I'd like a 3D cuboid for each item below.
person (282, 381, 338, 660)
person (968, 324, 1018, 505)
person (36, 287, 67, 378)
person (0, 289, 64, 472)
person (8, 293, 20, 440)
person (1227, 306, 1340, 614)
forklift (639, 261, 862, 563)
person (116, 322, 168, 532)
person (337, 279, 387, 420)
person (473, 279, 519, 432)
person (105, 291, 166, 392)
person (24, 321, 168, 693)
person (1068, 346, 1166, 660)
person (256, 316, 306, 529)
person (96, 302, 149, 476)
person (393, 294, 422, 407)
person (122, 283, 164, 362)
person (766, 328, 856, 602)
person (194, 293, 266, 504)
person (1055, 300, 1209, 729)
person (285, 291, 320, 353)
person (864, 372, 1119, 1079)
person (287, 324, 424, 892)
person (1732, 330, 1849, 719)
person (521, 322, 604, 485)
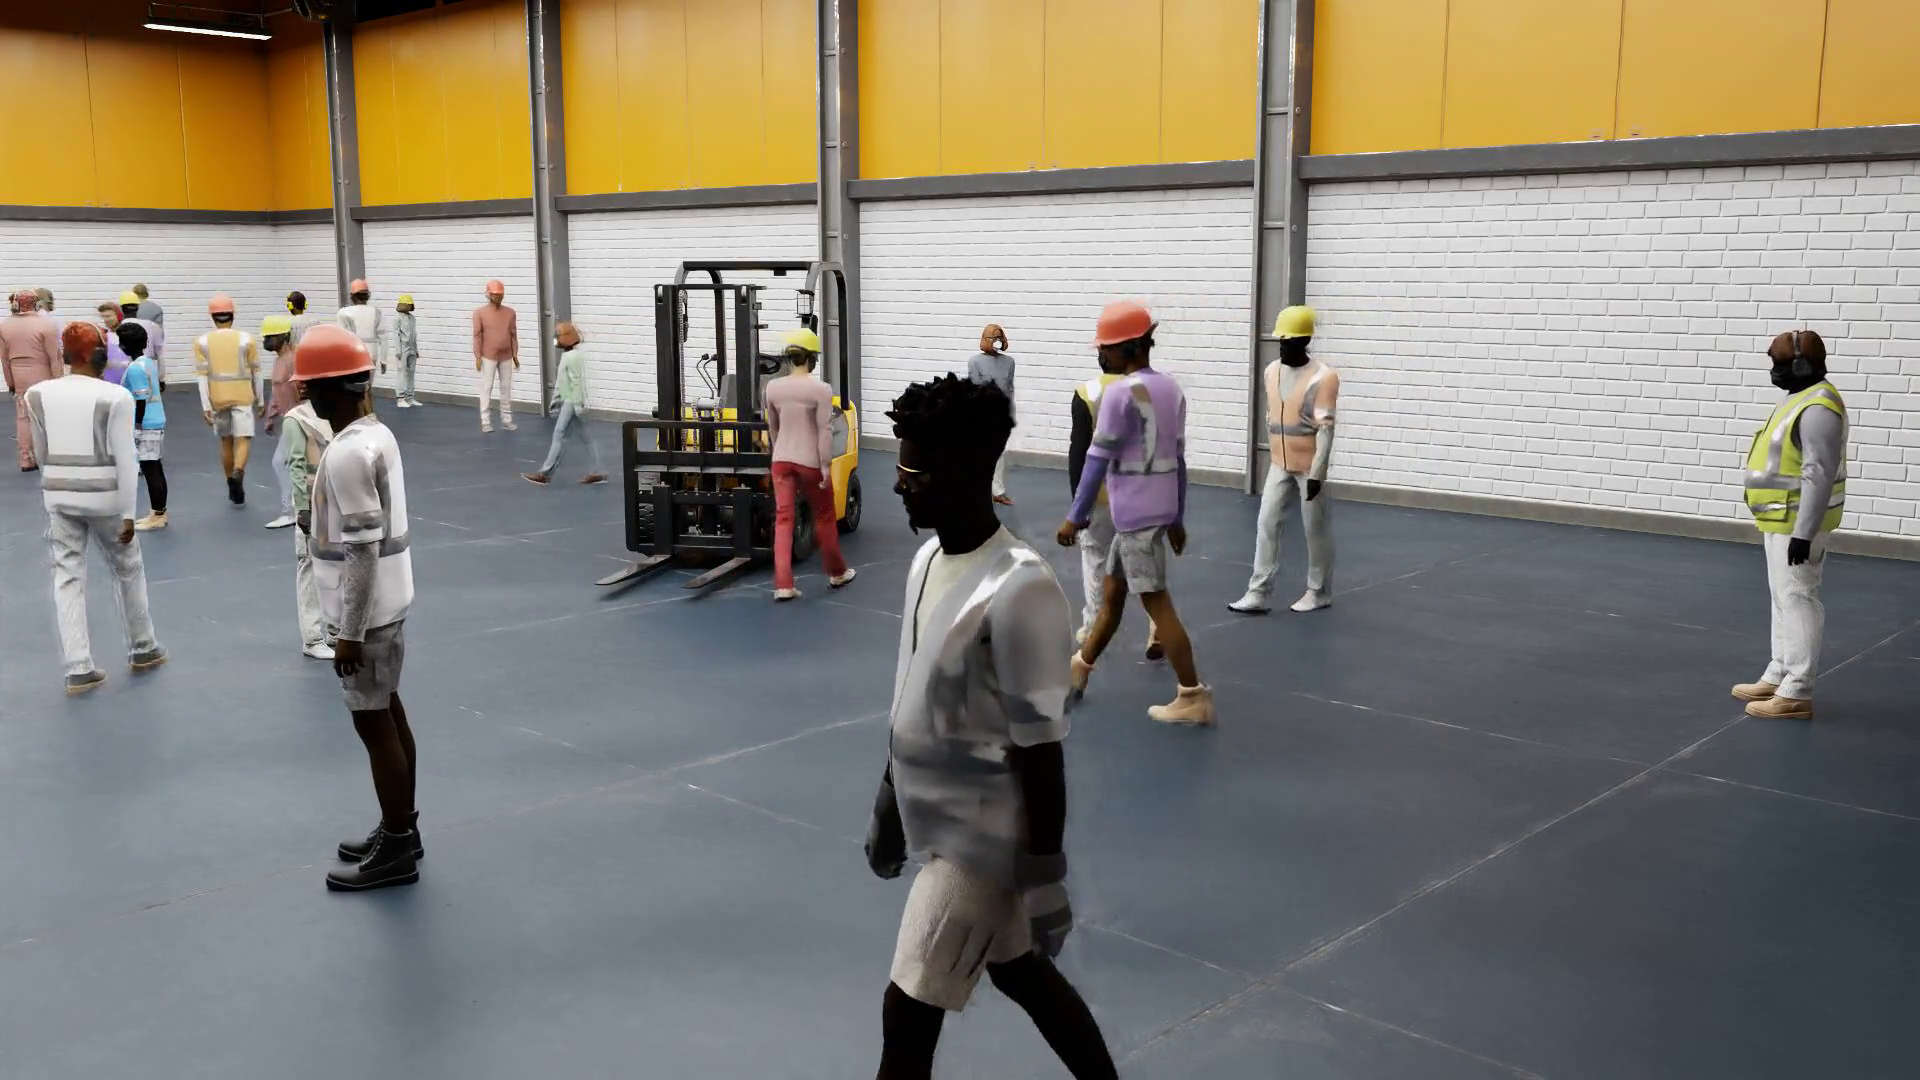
[{"bbox_3d":[-3.487,-0.179,9.122,0.307,1.645,0.514,2,10,13],"label":"person"},{"bbox_3d":[0.291,-1.108,14.851,0.502,1.633,0.280,-6,11,-34],"label":"person"},{"bbox_3d":[-10.845,-2.039,19.759,0.465,1.907,0.671,-7,12,-37],"label":"person"},{"bbox_3d":[-9.650,-1.660,17.386,0.651,1.910,0.409,1,9,8],"label":"person"},{"bbox_3d":[-11.398,-2.119,20.474,0.817,1.821,0.537,-4,10,-24],"label":"person"},{"bbox_3d":[1.987,-0.462,10.087,0.862,1.889,0.603,-7,12,-38],"label":"person"},{"bbox_3d":[-1.552,-1.040,12.721,1.214,2.155,2.313,2,9,11],"label":"forklift"},{"bbox_3d":[-6.617,-0.913,13.476,0.320,1.692,0.531,-3,10,-16],"label":"person"},{"bbox_3d":[-7.761,-2.386,21.618,0.611,1.999,1.072,-8,12,-41],"label":"person"},{"bbox_3d":[-6.046,-2.409,21.727,0.621,1.992,0.397,-8,12,-41],"label":"person"},{"bbox_3d":[-9.257,-1.854,18.689,0.615,1.883,0.932,-6,11,-32],"label":"person"},{"bbox_3d":[-4.429,-0.189,8.560,0.573,1.849,0.849,0,9,-2],"label":"person"},{"bbox_3d":[0.889,-0.255,9.047,0.635,1.818,0.808,-3,10,-18],"label":"person"},{"bbox_3d":[-5.487,-0.948,13.536,0.687,1.734,0.586,-6,11,-34],"label":"person"},{"bbox_3d":[-8.679,-1.569,17.254,0.531,1.787,0.891,-4,10,-25],"label":"person"},{"bbox_3d":[-8.505,-2.917,25.613,0.324,1.740,0.492,3,10,18],"label":"person"},{"bbox_3d":[-12.925,-3.111,26.324,0.628,1.904,0.991,-7,11,-35],"label":"person"},{"bbox_3d":[-0.985,-0.499,10.811,0.529,1.729,0.845,4,10,22],"label":"person"},{"bbox_3d":[-6.597,-1.265,15.003,0.539,1.907,0.860,-2,9,-11],"label":"person"},{"bbox_3d":[0.765,-0.130,7.832,1.046,1.969,0.598,5,11,29],"label":"person"},{"bbox_3d":[-7.691,-1.969,19.427,0.329,1.865,0.516,6,11,35],"label":"person"},{"bbox_3d":[0.019,0.595,3.568,1.022,1.914,0.625,-3,10,-16],"label":"person"},{"bbox_3d":[-2.071,0.234,5.701,0.373,1.932,0.549,-2,9,-10],"label":"person"},{"bbox_3d":[3.941,-0.072,7.890,0.430,1.837,0.620,3,10,18],"label":"person"},{"bbox_3d":[-3.899,-1.318,16.268,0.830,1.597,0.504,-3,10,-16],"label":"person"}]
